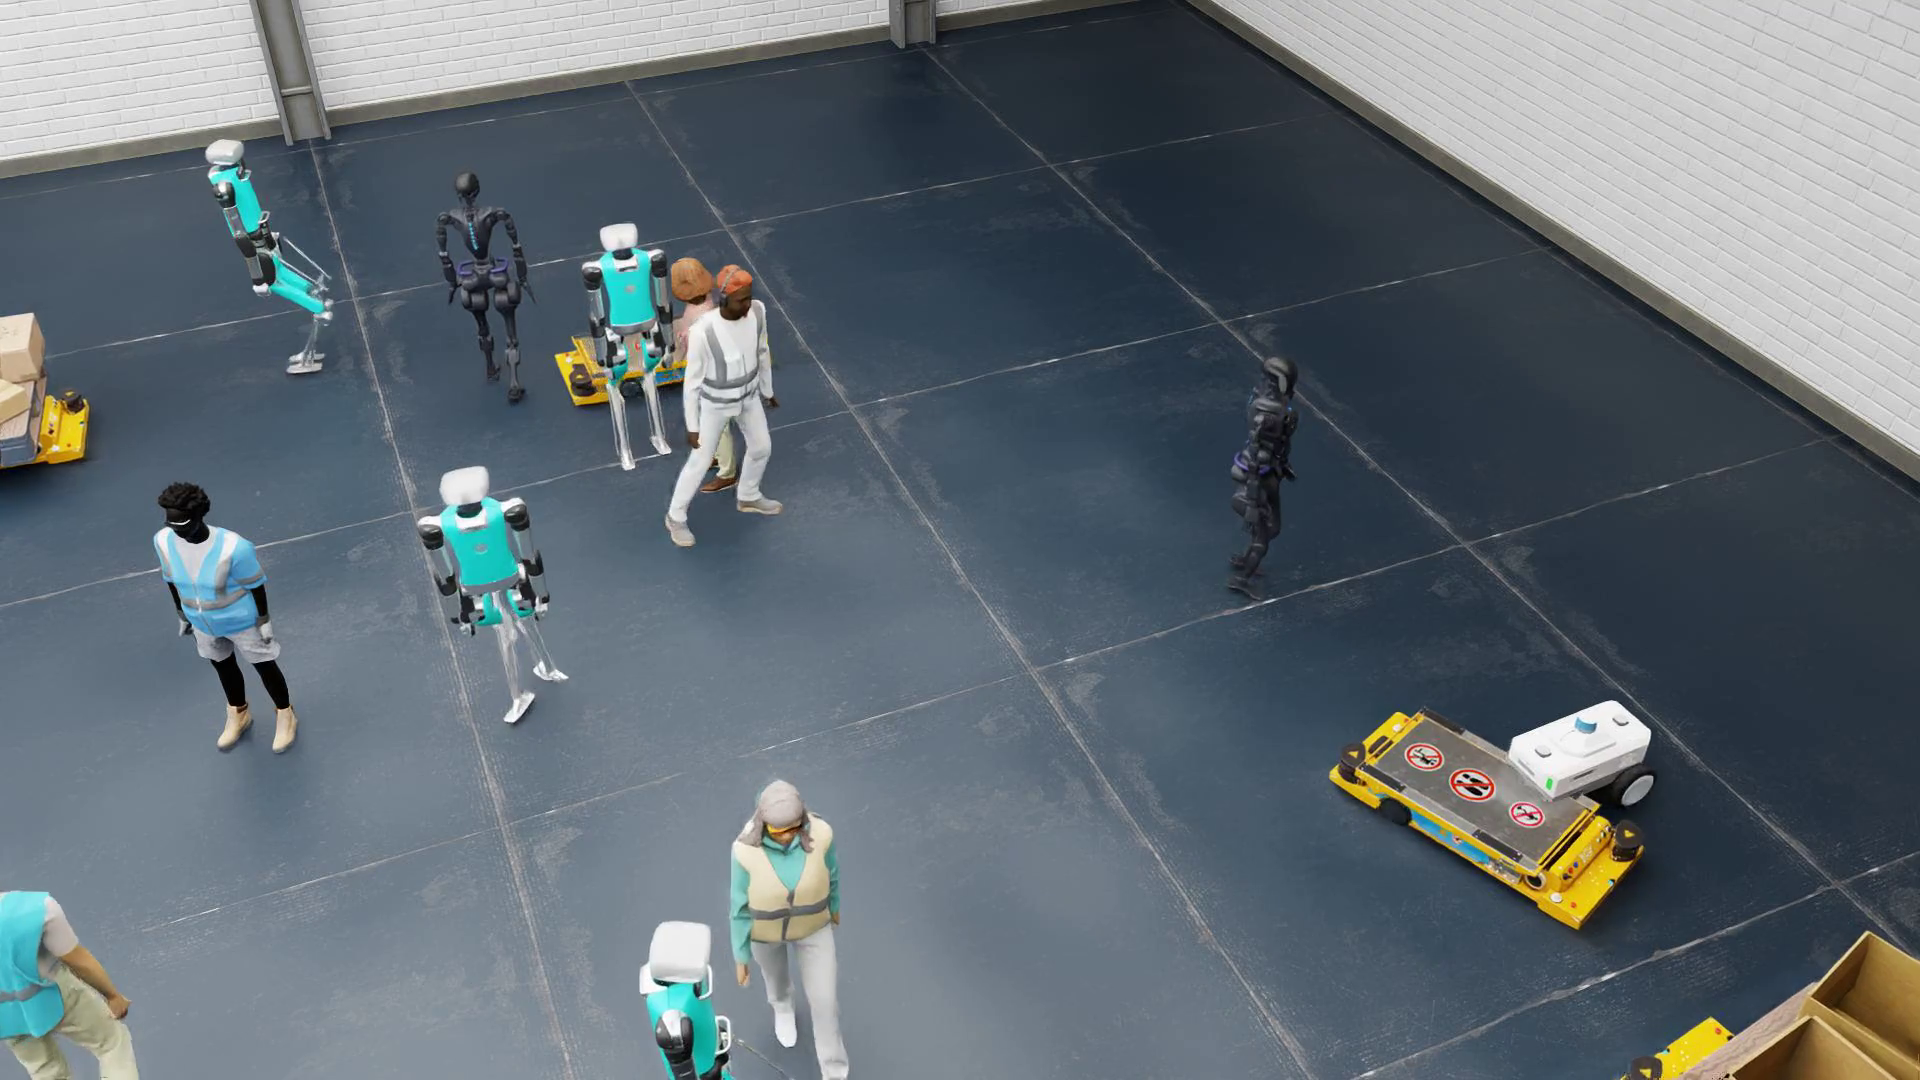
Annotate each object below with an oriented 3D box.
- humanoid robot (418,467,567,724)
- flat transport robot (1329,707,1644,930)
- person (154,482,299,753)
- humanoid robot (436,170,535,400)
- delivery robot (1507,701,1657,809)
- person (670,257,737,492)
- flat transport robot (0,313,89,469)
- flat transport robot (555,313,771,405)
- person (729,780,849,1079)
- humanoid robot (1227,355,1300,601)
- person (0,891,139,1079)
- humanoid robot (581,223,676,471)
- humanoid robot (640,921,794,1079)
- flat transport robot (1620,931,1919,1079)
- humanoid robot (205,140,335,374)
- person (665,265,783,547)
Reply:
[{"bbox_3d":[-2.458,0.234,8.778,0.589,1.800,0.855,-12,39,-15],"label":"humanoid robot"},{"bbox_3d":[2.676,1.365,8.497,1.431,0.231,0.659,31,47,34],"label":"flat transport robot"},{"bbox_3d":[-3.787,0.403,8.576,0.533,1.696,0.322,5,38,7],"label":"person"},{"bbox_3d":[-3.254,-1.750,11.411,0.599,1.643,0.526,-5,38,-6],"label":"humanoid robot"},{"bbox_3d":[3.191,1.119,8.580,0.774,0.592,0.499,-17,41,-20],"label":"delivery robot"},{"bbox_3d":[-1.620,-1.048,10.515,0.279,1.631,0.506,-7,38,-9],"label":"person"},{"bbox_3d":[-6.640,-0.654,11.125,1.431,0.231,0.659,-12,39,-15],"label":"flat transport robot"},{"bbox_3d":[-2.152,-1.343,12.021,1.431,0.231,0.659,-14,40,-18],"label":"flat transport robot"},{"bbox_3d":[-0.695,1.702,6.898,0.478,1.676,0.841,-8,38,-11],"label":"person"},{"bbox_3d":[1.739,-0.372,9.601,0.359,1.639,0.603,20,42,24],"label":"humanoid robot"},{"bbox_3d":[-3.629,1.855,6.591,0.694,1.823,0.395,-8,38,-11],"label":"person"},{"bbox_3d":[-2.141,-1.307,10.760,0.534,1.779,0.686,-14,40,-17],"label":"humanoid robot"},{"bbox_3d":[-0.698,2.100,6.380,0.881,1.824,0.547,-5,38,-7],"label":"humanoid robot"},{"bbox_3d":[3.487,2.618,6.866,0.659,0.231,1.431,-21,42,-25],"label":"flat transport robot"},{"bbox_3d":[-4.683,-1.956,11.570,0.704,1.731,0.530,-6,38,-8],"label":"humanoid robot"},{"bbox_3d":[-1.487,-0.835,10.076,0.553,1.837,0.779,29,46,32],"label":"person"}]
